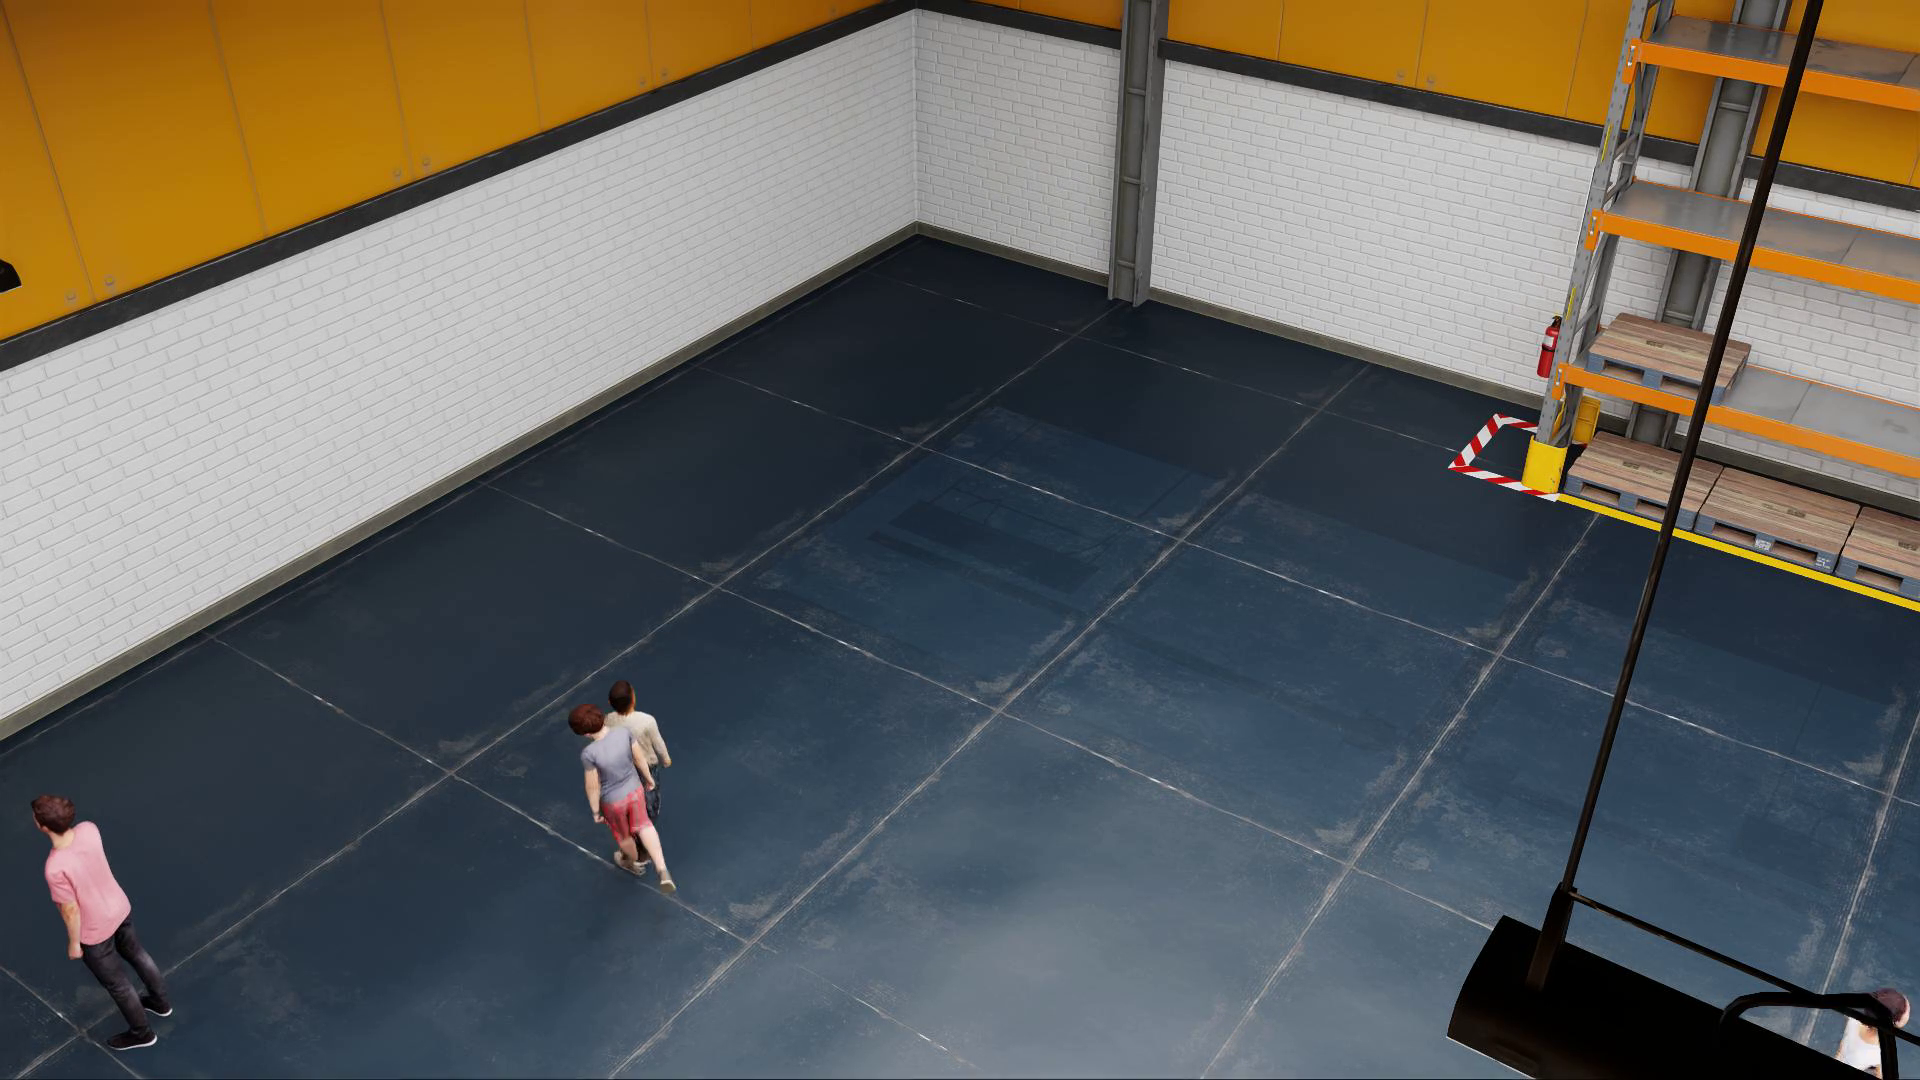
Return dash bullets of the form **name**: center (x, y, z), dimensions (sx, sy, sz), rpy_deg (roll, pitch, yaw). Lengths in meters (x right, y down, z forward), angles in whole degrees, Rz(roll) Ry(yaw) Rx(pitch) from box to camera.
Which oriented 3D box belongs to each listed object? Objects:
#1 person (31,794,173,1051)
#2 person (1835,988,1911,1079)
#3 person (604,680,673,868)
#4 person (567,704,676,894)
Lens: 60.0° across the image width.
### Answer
- **person**: center (-5.203, 2.295, 10.058), dimensions (0.719, 1.957, 0.716), rpy_deg (2, 34, 4)
- **person**: center (4.837, 3.090, 9.191), dimensions (0.863, 1.591, 0.780), rpy_deg (-1, 34, -1)
- **person**: center (-2.243, 1.619, 11.534), dimensions (0.952, 1.449, 0.830), rpy_deg (7, 34, 11)
- **person**: center (-2.237, 1.772, 11.157), dimensions (0.823, 1.611, 1.029), rpy_deg (-21, 39, -28)
